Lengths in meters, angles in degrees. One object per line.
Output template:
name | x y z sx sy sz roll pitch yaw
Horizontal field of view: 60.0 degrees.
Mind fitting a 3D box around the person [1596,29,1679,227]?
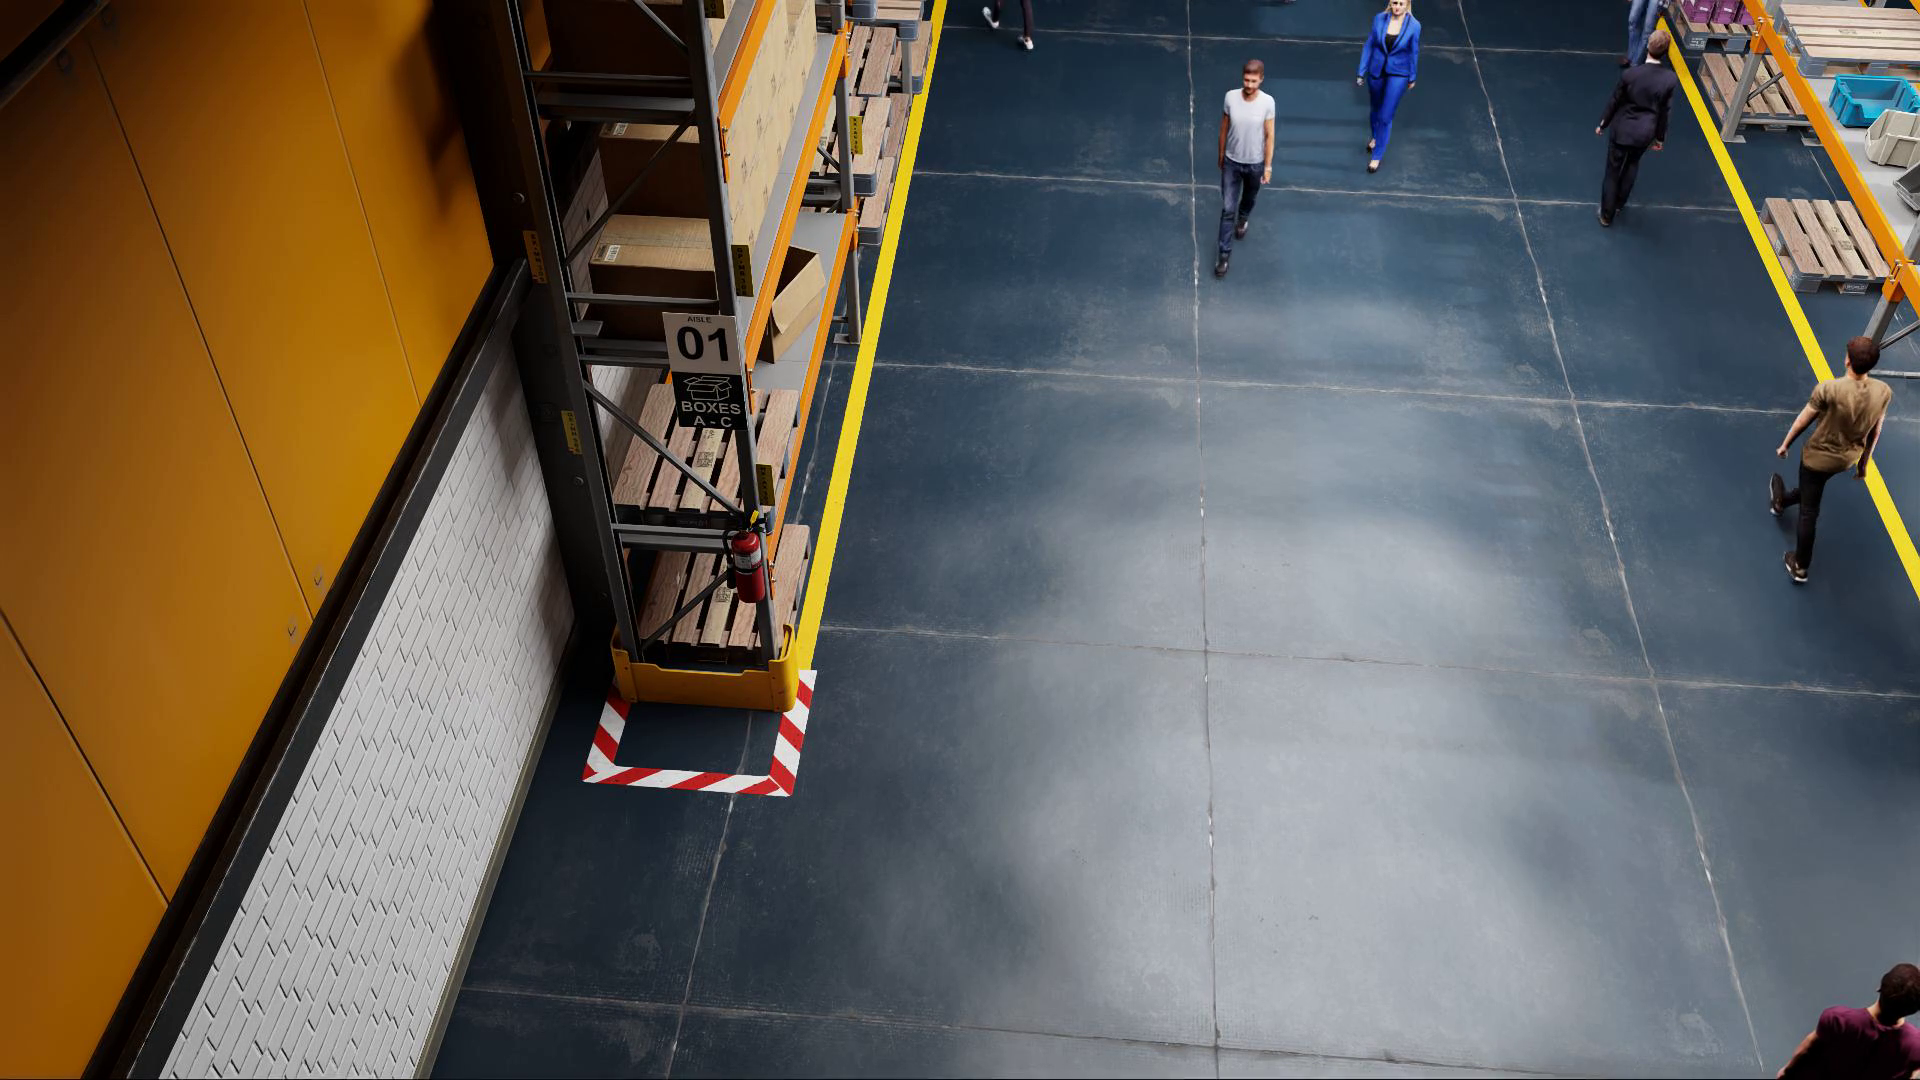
person | 5.938 -3.583 14.660 0.723 1.801 0.701 6 44 6

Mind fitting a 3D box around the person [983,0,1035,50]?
person | 0.634 -5.856 17.187 0.884 1.606 1.089 -19 47 -19

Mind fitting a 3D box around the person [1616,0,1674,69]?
person | 6.966 -5.454 16.647 0.821 1.768 0.659 -24 49 -23

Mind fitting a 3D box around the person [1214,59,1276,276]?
person | 2.471 -3.299 14.339 0.753 1.832 1.216 9 44 9

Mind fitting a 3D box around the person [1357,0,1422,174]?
person | 4.029 -4.386 15.593 0.883 1.676 1.039 21 48 21

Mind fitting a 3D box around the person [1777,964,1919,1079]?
person | 4.258 2.658 8.075 0.702 1.848 0.639 15 46 15

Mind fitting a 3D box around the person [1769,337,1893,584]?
person | 5.988 -0.498 11.420 0.733 1.803 1.208 2 44 2
